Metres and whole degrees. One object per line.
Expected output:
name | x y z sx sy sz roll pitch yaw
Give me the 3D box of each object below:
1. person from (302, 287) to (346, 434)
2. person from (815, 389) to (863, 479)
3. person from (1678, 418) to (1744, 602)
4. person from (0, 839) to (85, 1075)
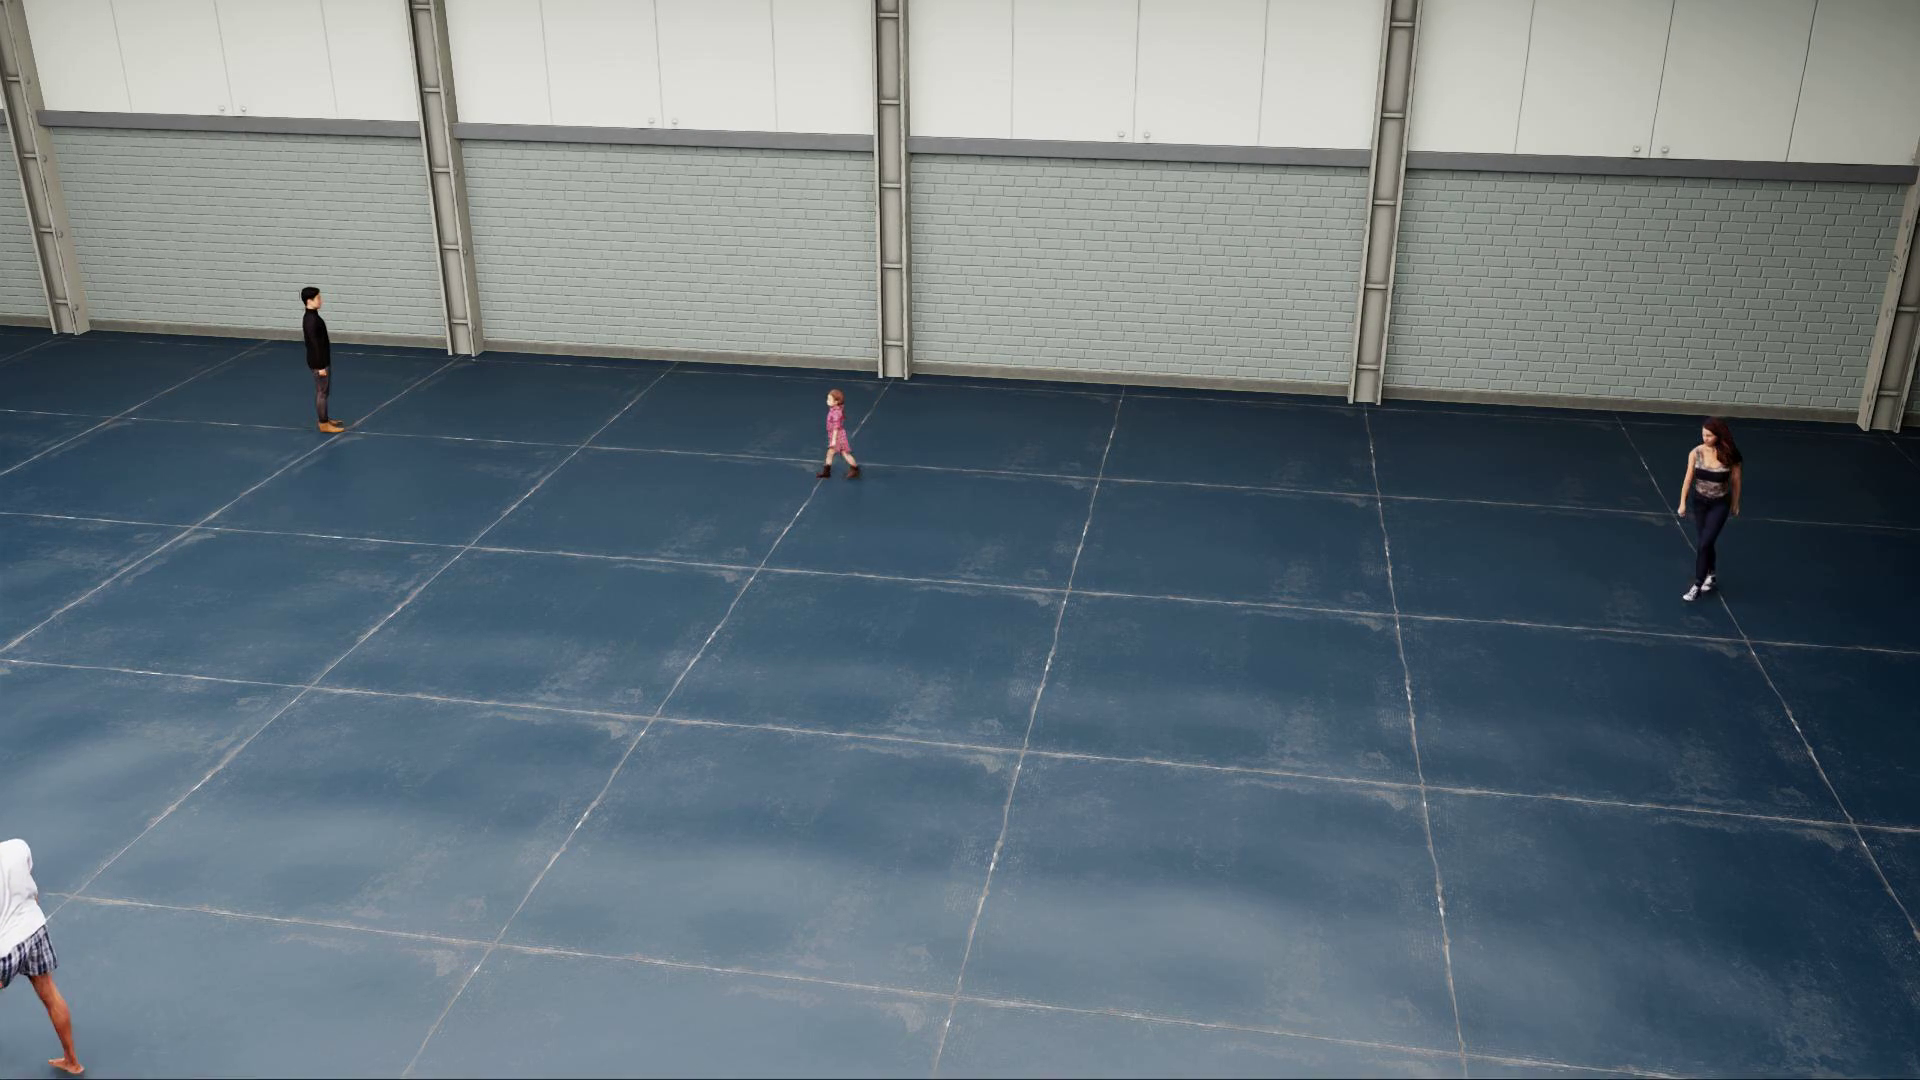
person | -7.511 -2.119 19.490 0.713 1.723 0.723 -9 24 -19
person | -1.286 -1.139 18.096 0.779 1.010 0.563 -3 23 -6
person | 6.914 -0.298 15.218 0.952 1.714 0.952 15 27 32
person | -5.193 2.264 9.222 1.142 1.693 0.854 12 26 26
